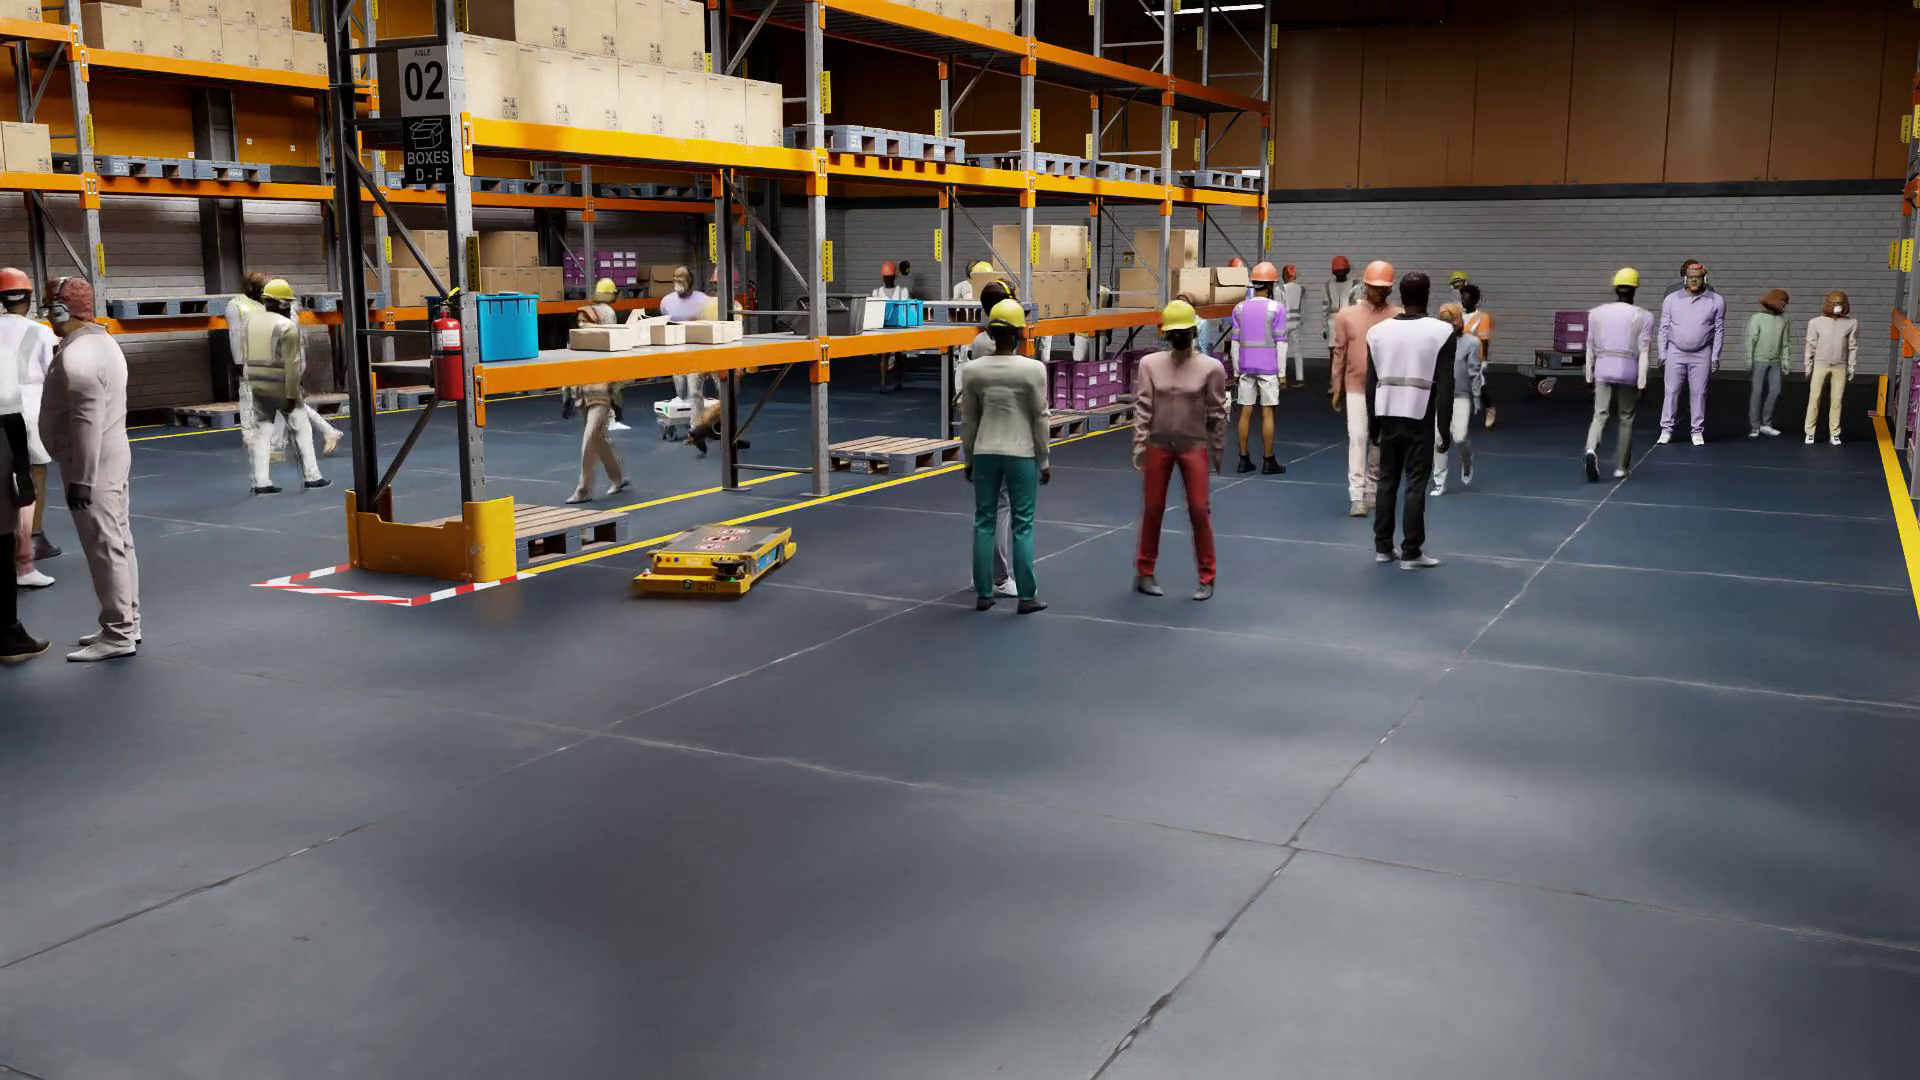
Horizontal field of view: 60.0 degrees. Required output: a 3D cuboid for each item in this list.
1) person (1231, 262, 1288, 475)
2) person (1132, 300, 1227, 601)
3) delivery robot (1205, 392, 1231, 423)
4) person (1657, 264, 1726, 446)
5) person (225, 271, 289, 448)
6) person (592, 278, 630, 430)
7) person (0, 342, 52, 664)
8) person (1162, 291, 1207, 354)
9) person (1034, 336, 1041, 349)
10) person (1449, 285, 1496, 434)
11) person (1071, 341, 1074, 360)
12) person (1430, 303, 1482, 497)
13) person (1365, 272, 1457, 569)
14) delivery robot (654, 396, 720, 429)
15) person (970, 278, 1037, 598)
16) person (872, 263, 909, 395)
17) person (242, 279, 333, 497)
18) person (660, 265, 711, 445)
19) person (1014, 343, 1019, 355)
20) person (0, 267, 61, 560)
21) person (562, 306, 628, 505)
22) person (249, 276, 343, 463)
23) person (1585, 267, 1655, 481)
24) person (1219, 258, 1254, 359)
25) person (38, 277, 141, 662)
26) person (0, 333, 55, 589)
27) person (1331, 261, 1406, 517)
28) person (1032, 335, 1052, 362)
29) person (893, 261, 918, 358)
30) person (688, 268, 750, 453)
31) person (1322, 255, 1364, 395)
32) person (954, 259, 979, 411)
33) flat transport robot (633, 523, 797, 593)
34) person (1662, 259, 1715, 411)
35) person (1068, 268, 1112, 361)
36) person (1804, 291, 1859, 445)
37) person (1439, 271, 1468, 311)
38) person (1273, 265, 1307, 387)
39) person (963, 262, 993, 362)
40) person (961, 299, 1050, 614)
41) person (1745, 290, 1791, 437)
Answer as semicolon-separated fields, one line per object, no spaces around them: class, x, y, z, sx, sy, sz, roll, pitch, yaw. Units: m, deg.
person;2.753;-1.568;15.246;0.544;1.939;0.372;8;13;38
person;1.288;-0.527;9.761;0.540;1.752;0.383;4;10;20
delivery robot;2.829;-1.577;19.018;0.477;0.478;0.707;6;12;30
person;7.684;-1.944;17.520;0.642;1.908;0.410;4;11;23
person;-7.302;-1.872;17.327;0.428;1.837;0.625;5;11;27
person;-4.067;-2.131;19.086;0.338;1.745;0.492;-9;13;-43
person;-4.861;-0.362;8.186;0.612;1.962;0.363;1;10;3
person;2.330;-1.785;17.389;0.551;1.622;0.377;6;12;33
person;0.847;-3.005;23.253;0.611;2.047;0.361;0;10;0
person;5.749;-2.030;18.670;0.677;1.672;0.536;-7;12;-36
person;1.631;-2.906;23.492;0.314;1.769;0.524;0;10;-1
person;4.122;-1.177;13.916;0.526;1.612;0.515;6;12;32
person;2.906;-0.767;10.762;0.589;1.897;0.500;8;12;37
delivery robot;-2.943;-1.406;18.039;0.707;0.478;0.477;-6;12;-33
person;0.238;-0.597;9.810;0.326;1.877;0.520;-4;11;-21
person;-0.991;-3.050;24.006;0.548;1.892;1.028;1;10;4
person;-5.676;-1.273;13.965;0.594;1.797;0.787;4;10;21
person;-2.829;-1.979;17.769;0.646;1.907;0.747;3;10;19
person;0.589;-2.417;21.022;0.532;1.647;0.803;7;12;35
person;-6.171;-0.831;11.008;0.561;1.919;0.500;1;10;7
person;-3.000;-1.130;13.689;0.527;1.601;0.835;6;11;29
person;-6.493;-1.662;16.175;0.843;1.813;0.636;-6;11;-30
person;5.824;-1.466;14.781;0.587;1.902;0.835;7;12;35
person;4.322;-3.445;26.114;0.547;1.938;0.378;4;11;22
person;-4.360;-0.351;8.306;0.399;1.904;0.644;-3;10;-16
person;-5.758;-0.602;9.821;0.650;1.886;0.733;2;10;11
person;3.225;-1.178;12.959;0.640;1.958;0.850;1;10;8
person;1.304;-3.460;26.509;0.600;1.829;0.404;8;13;40
person;-1.067;-4.457;32.201;0.520;1.862;0.328;5;11;29
person;-2.432;-1.817;16.785;0.563;1.910;0.818;8;13;39
person;5.539;-3.108;23.995;0.630;2.008;0.993;5;11;26
person;0.173;-2.622;21.352;0.629;1.939;0.374;-6;12;-33
flat transport robot;-1.505;0.098;10.423;0.652;0.197;1.431;1;10;8
person;9.257;-2.596;21.200;0.635;1.939;0.367;0;10;1
person;1.793;-2.836;22.908;0.632;1.836;0.430;0;10;-2
person;9.198;-1.811;17.574;0.502;1.628;0.288;3;10;15
person;6.524;-2.642;21.899;0.467;1.786;0.620;-4;11;-21
person;4.969;-3.233;25.204;0.586;1.838;0.956;-3;10;-15
person;0.243;-2.342;19.792;0.393;1.919;0.589;5;11;27
person;0.262;-0.467;9.371;0.526;1.767;0.326;4;11;23
person;8.893;-1.946;18.367;0.554;1.622;0.341;-2;10;-12
